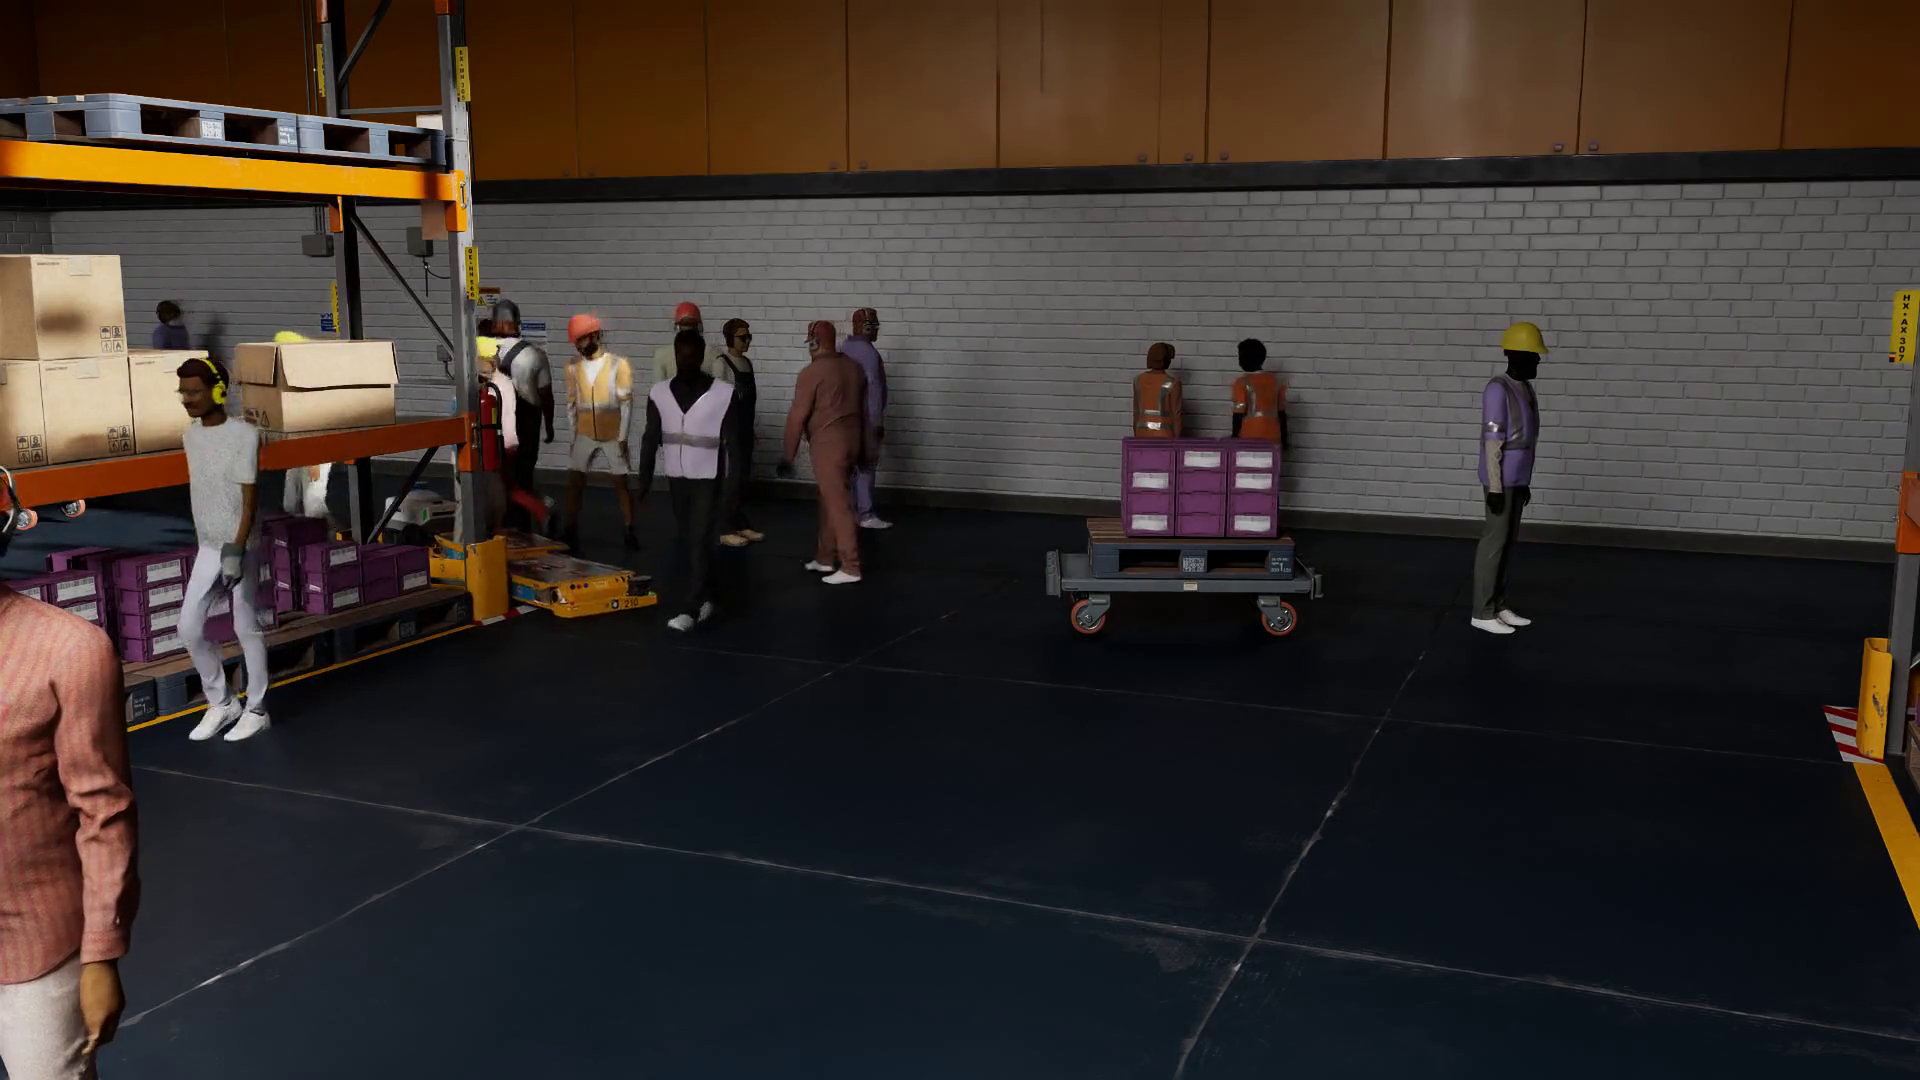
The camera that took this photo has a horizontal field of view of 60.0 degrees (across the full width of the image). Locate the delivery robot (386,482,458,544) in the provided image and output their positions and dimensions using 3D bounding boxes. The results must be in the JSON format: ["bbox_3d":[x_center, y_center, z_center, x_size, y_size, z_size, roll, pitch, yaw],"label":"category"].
[{"bbox_3d":[-4.254,-0.218,13.171,0.477,0.478,0.707,-9,13,-43],"label":"delivery robot"}]

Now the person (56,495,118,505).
[{"bbox_3d":[-8.417,-1.293,15.796,0.955,1.922,0.619,4,10,25],"label":"person"}]

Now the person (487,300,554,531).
[{"bbox_3d":[-3.687,-1.004,13.725,0.691,2.000,0.978,0,9,-2],"label":"person"}]

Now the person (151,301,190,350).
[{"bbox_3d":[-8.638,-1.671,18.243,0.378,1.894,0.712,-1,9,-4],"label":"person"}]

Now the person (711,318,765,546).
[{"bbox_3d":[-1.811,-0.877,13.550,0.342,1.846,0.509,4,10,22],"label":"person"}]

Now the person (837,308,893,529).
[{"bbox_3d":[-0.820,-1.051,14.418,0.403,1.905,0.651,-5,11,-30],"label":"person"}]

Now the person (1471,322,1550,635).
[{"bbox_3d":[3.425,-0.386,10.326,0.384,1.925,0.593,7,12,36],"label":"person"}]

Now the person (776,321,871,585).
[{"bbox_3d":[-0.989,-0.626,11.937,0.797,1.865,0.676,6,11,32],"label":"person"}]

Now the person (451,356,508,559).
[{"bbox_3d":[-3.586,-0.557,12.317,0.384,1.612,0.522,2,10,15],"label":"person"}]

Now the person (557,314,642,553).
[{"bbox_3d":[-2.884,-0.822,13.120,0.666,1.893,0.667,1,9,7],"label":"person"}]

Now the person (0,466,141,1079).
[{"bbox_3d":[-1.869,0.765,3.169,0.609,1.986,0.390,1,9,8],"label":"person"}]

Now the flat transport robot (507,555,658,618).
[{"bbox_3d":[-2.719,0.289,11.242,0.652,0.197,1.431,-9,13,-43],"label":"flat transport robot"}]

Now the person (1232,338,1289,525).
[{"bbox_3d":[2.450,-0.797,13.594,0.631,1.678,0.339,-6,11,-33],"label":"person"}]

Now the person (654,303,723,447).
[{"bbox_3d":[-2.259,-1.024,14.118,0.610,1.947,0.952,0,9,1],"label":"person"}]

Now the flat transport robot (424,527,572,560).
[{"bbox_3d":[-3.469,0.085,12.477,0.652,0.197,1.431,-7,12,-35],"label":"flat transport robot"}]

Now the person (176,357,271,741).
[{"bbox_3d":[-3.499,0.062,7.881,0.486,1.845,0.515,3,10,19],"label":"person"}]

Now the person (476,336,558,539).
[{"bbox_3d":[-3.520,-0.721,12.932,0.604,1.742,0.534,2,10,12],"label":"person"}]

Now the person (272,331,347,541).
[{"bbox_3d":[-4.733,-0.627,12.165,0.616,1.802,0.515,9,13,44],"label":"person"}]

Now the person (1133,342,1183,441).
[{"bbox_3d":[1.652,-0.840,13.975,0.311,1.633,0.518,-9,13,-44],"label":"person"}]

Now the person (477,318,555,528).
[{"bbox_3d":[-3.817,-0.977,14.178,0.572,1.844,0.595,-5,11,-28],"label":"person"}]

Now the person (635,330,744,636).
[{"bbox_3d":[-1.698,-0.357,10.325,0.621,1.865,0.986,3,10,17],"label":"person"}]
